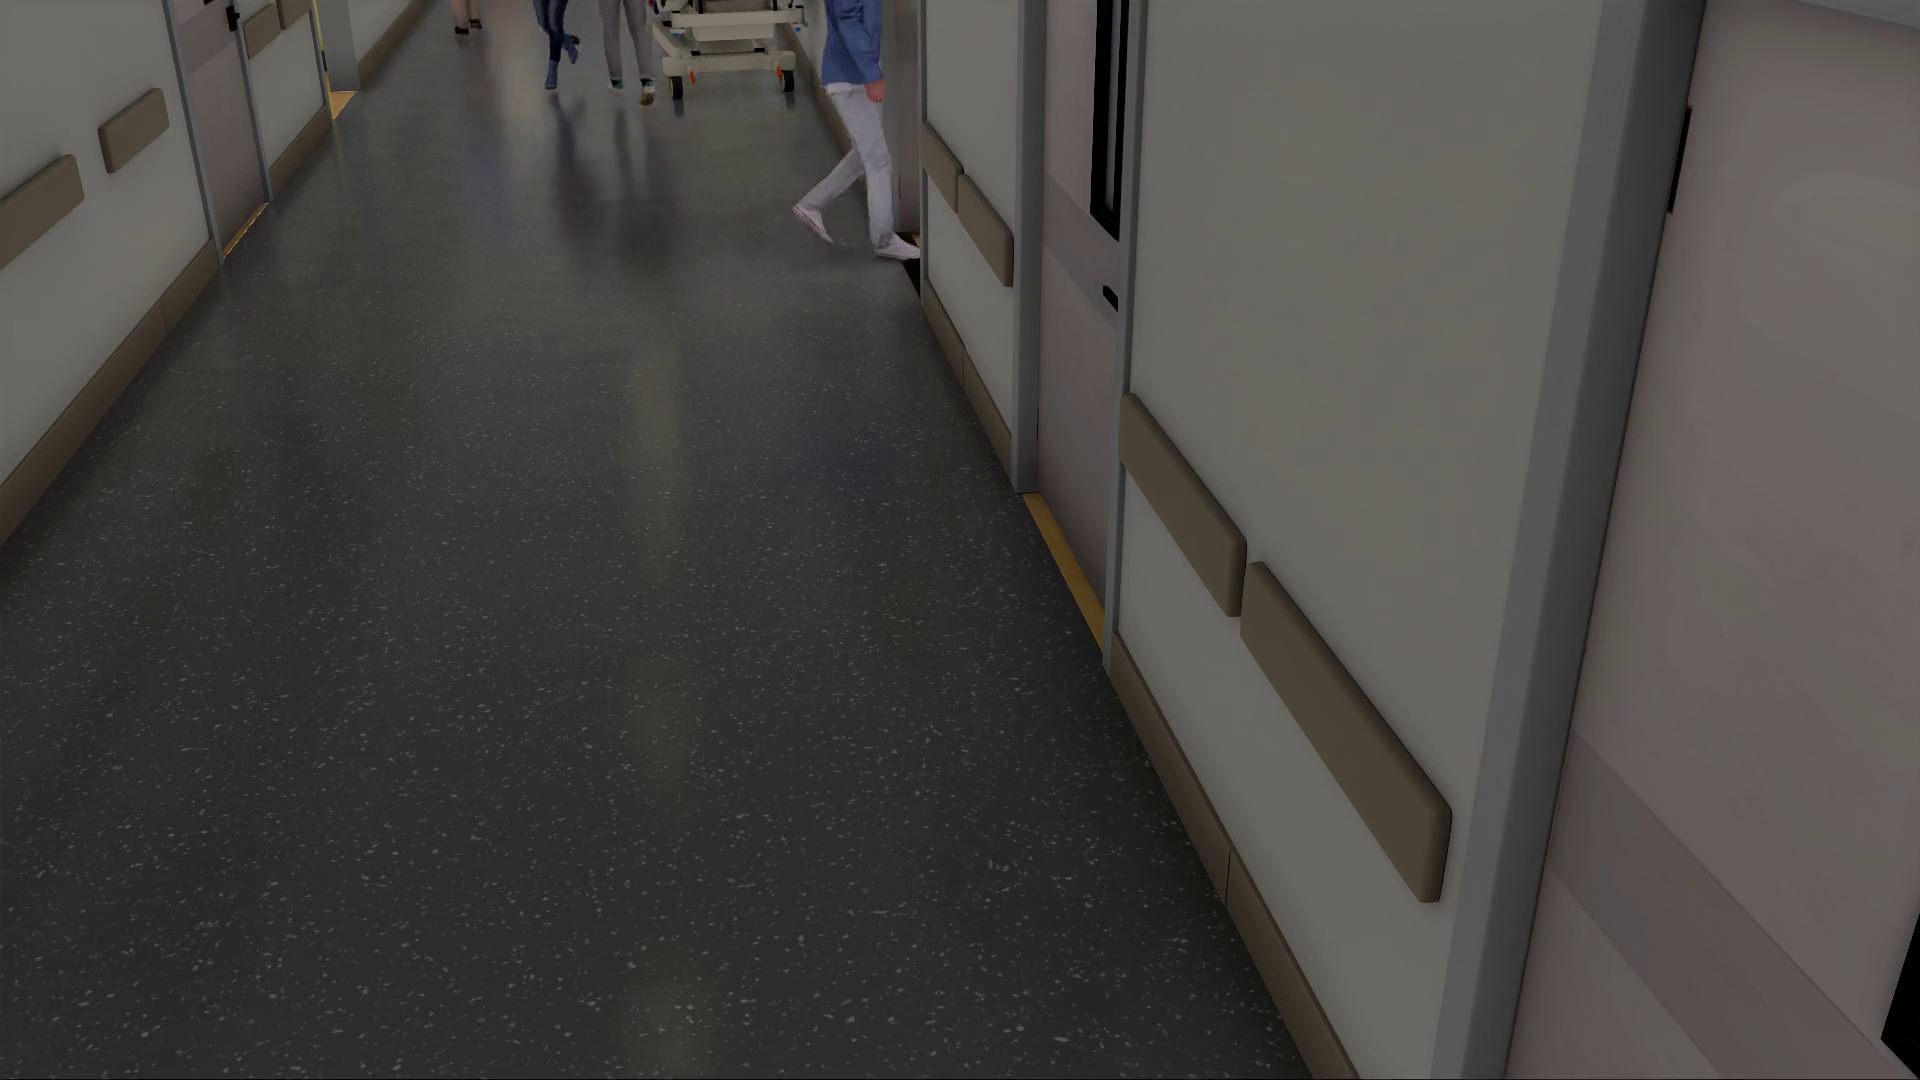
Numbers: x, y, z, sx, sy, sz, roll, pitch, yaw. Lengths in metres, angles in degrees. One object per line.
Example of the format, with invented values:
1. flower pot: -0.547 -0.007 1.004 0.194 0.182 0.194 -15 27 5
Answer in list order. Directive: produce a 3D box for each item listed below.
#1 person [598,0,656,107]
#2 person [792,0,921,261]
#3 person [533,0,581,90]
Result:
1. person: -2.415 -4.036 11.945 1.176 1.807 0.945 -10 27 -20
2. person: -0.510 -2.365 8.401 1.086 1.875 0.932 5 26 9
3. person: -3.090 -4.280 12.686 0.933 1.602 0.876 5 26 11
